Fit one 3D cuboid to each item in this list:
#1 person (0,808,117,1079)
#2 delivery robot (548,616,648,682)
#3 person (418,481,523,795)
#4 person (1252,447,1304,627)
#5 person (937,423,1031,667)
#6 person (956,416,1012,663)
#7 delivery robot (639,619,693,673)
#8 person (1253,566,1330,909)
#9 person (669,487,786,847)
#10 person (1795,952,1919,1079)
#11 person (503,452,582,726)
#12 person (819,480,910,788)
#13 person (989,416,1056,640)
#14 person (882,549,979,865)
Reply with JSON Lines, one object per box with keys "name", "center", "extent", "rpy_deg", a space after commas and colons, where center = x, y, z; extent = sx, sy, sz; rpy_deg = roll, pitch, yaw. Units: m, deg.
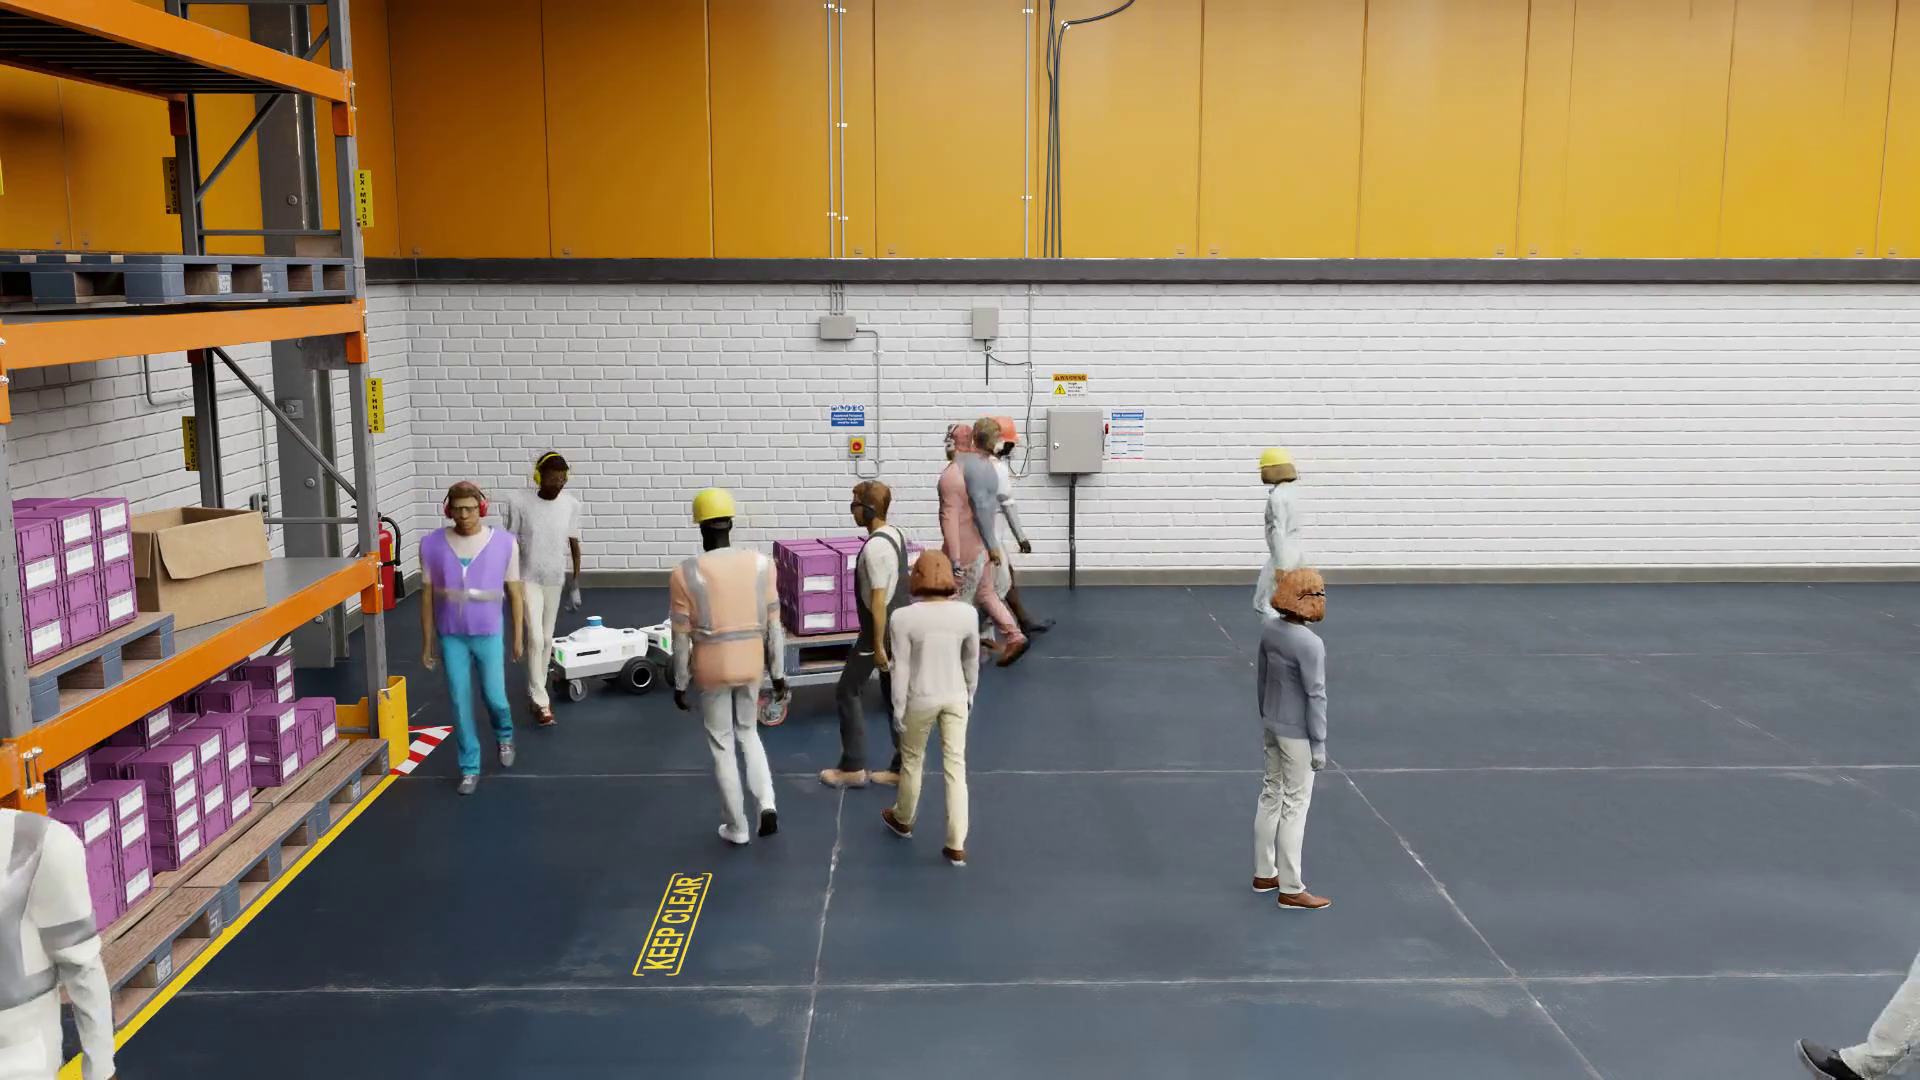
{"name": "person", "center": [-2.511, 1.370, 4.104], "extent": [0.644, 2.009, 0.908], "rpy_deg": [0, 9, -2]}
{"name": "delivery robot", "center": [-2.599, 0.788, 11.849], "extent": [0.707, 0.478, 0.477], "rpy_deg": [-7, 11, -35]}
{"name": "person", "center": [-2.845, 0.550, 9.720], "extent": [0.572, 1.826, 0.490], "rpy_deg": [-1, 9, -7]}
{"name": "person", "center": [2.370, 0.166, 12.413], "extent": [0.422, 1.707, 0.520], "rpy_deg": [5, 11, 30]}
{"name": "person", "center": [0.111, 0.048, 12.659], "extent": [0.840, 1.877, 0.655], "rpy_deg": [8, 12, 41]}
{"name": "person", "center": [0.173, 0.009, 12.747], "extent": [0.588, 1.916, 0.633], "rpy_deg": [2, 9, 12]}
{"name": "delivery robot", "center": [-2.011, 0.716, 12.290], "extent": [0.477, 0.478, 0.707], "rpy_deg": [8, 12, 41]}
{"name": "person", "center": [1.592, 0.933, 7.951], "extent": [0.268, 1.632, 0.507], "rpy_deg": [-3, 10, -19]}
{"name": "person", "center": [-1.216, 0.678, 8.669], "extent": [0.609, 1.901, 0.486], "rpy_deg": [-5, 11, -30]}
{"name": "person", "center": [3.568, 1.196, 5.876], "extent": [0.932, 1.779, 0.619], "rpy_deg": [7, 12, 38]}
{"name": "person", "center": [-2.774, 0.329, 11.102], "extent": [0.590, 1.818, 0.882], "rpy_deg": [-6, 11, -31]}
{"name": "person", "center": [-0.554, 0.551, 9.709], "extent": [0.705, 1.818, 0.514], "rpy_deg": [3, 10, 20]}
{"name": "person", "center": [0.256, -0.062, 13.374], "extent": [1.071, 1.871, 0.545], "rpy_deg": [-3, 10, -15]}
{"name": "person", "center": [-0.149, 0.836, 8.665], "extent": [0.510, 1.590, 0.764], "rpy_deg": [-3, 10, -20]}
